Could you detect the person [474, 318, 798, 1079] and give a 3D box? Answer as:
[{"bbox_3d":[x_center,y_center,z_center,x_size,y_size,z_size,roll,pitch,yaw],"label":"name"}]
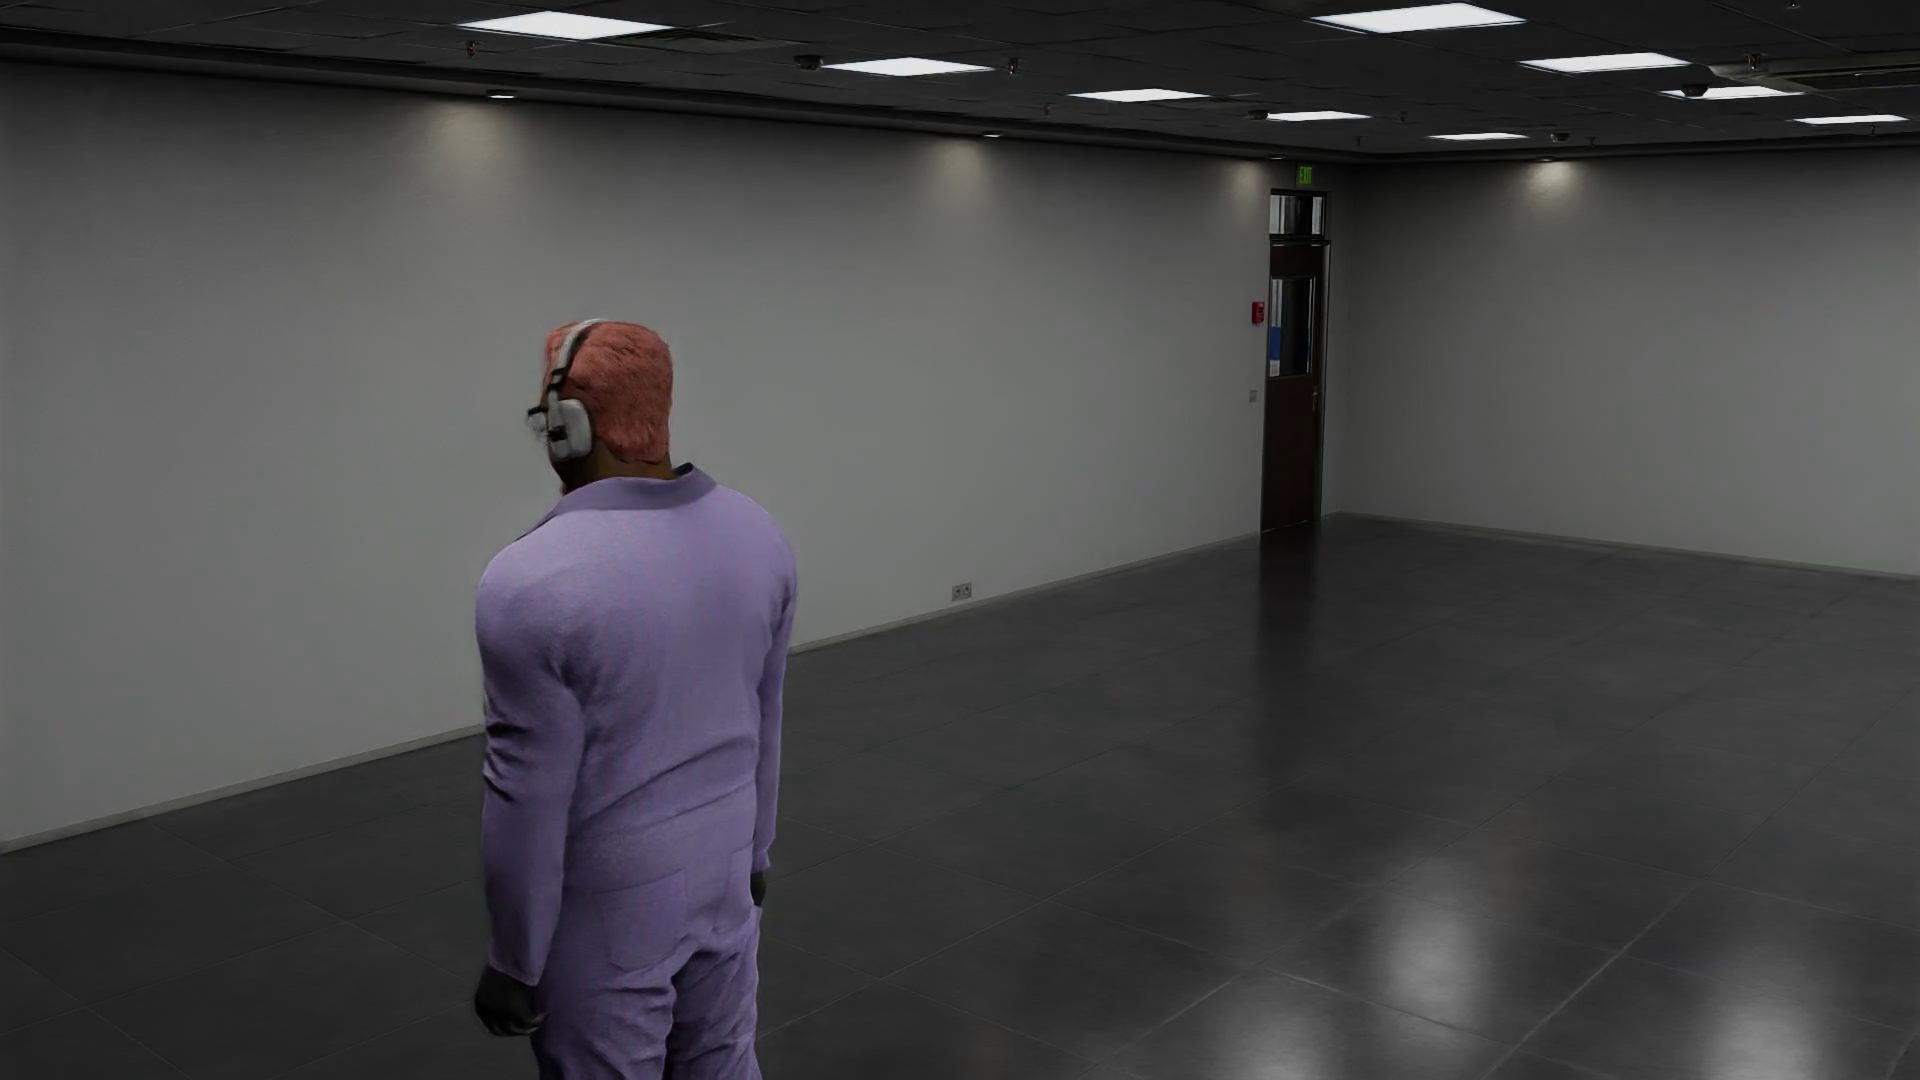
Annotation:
[{"bbox_3d":[-0.560,0.585,2.809,0.410,1.906,0.642,7,12,33],"label":"person"}]
